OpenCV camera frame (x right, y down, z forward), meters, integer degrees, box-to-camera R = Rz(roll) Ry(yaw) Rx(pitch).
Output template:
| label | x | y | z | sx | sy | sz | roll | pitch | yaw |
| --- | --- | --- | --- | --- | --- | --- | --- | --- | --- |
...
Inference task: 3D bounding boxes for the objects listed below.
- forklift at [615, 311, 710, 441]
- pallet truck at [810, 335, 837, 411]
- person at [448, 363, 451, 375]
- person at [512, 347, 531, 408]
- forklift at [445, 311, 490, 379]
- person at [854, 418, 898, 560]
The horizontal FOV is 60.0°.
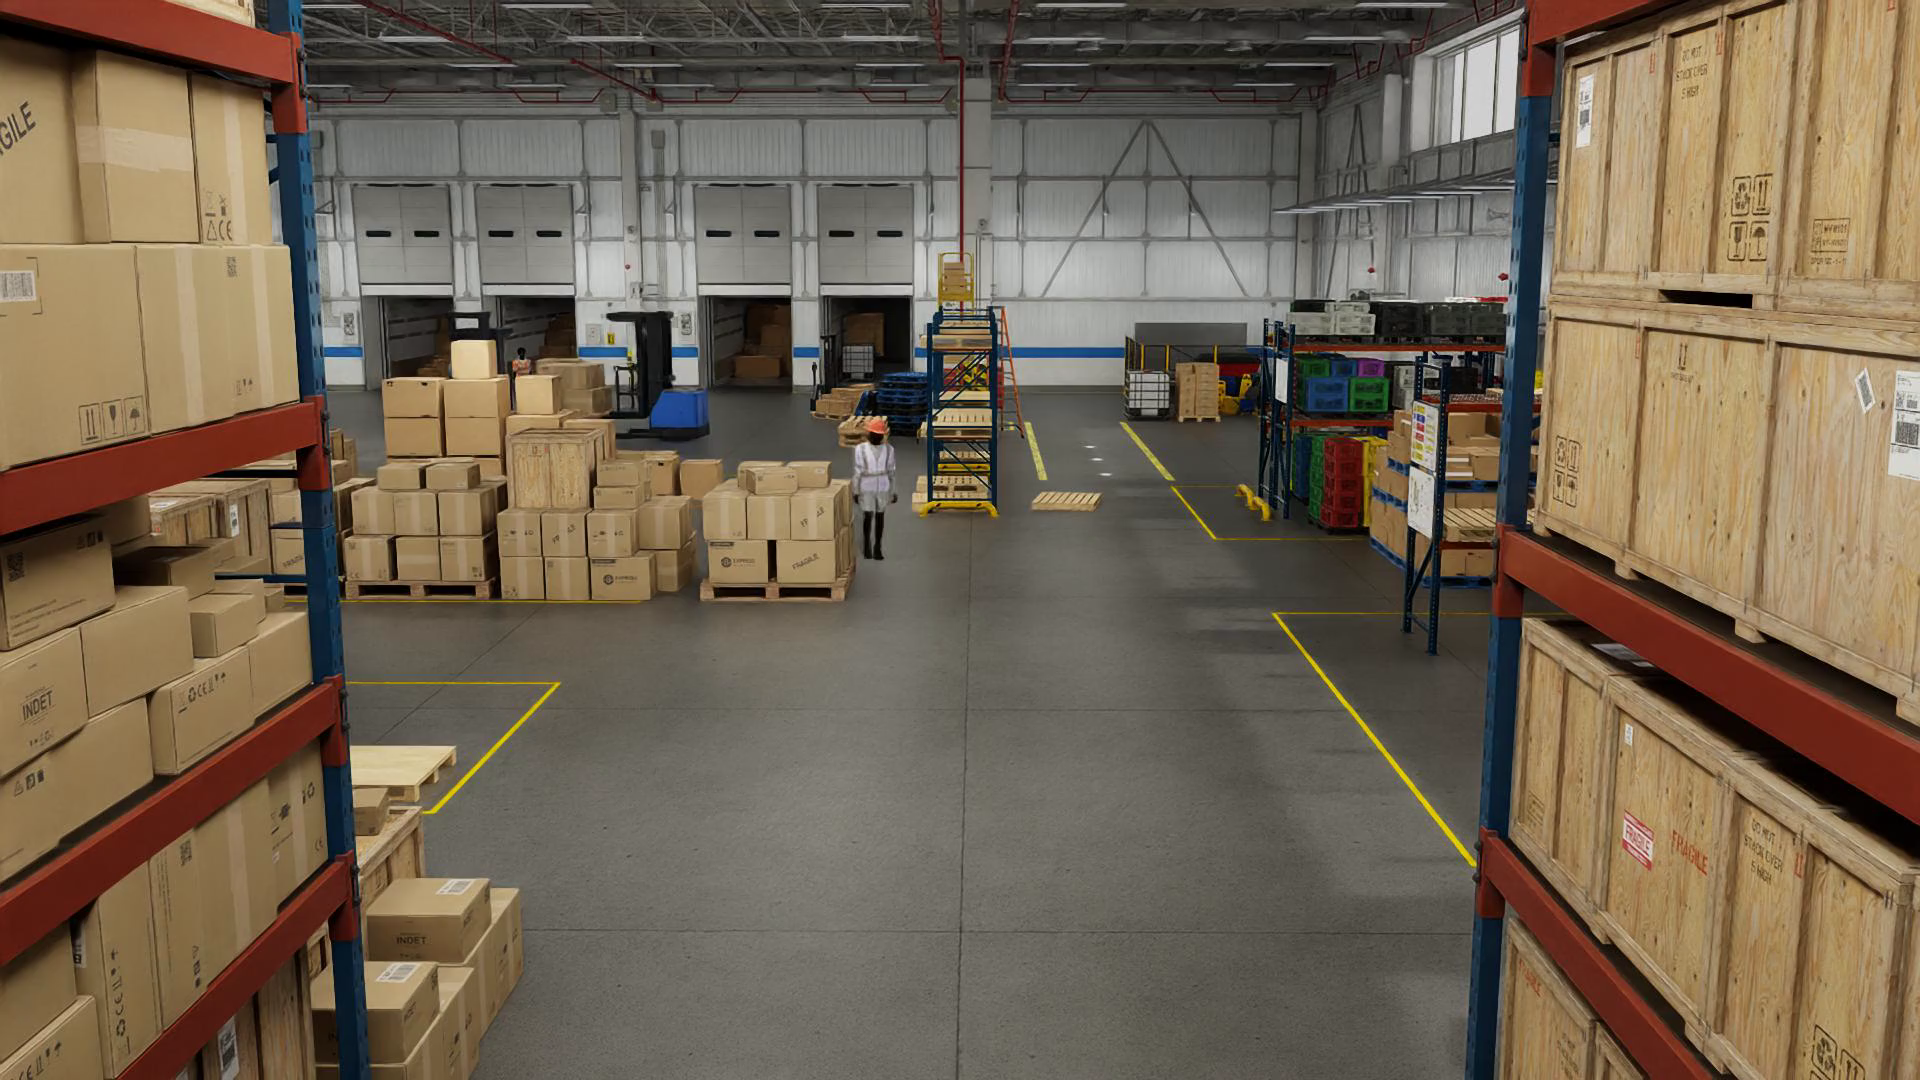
| label | x | y | z | sx | sy | sz | roll | pitch | yaw |
| --- | --- | --- | --- | --- | --- | --- | --- | --- | --- |
| forklift | -6.587 | -3.643 | 36.722 | 1.873 | 2.768 | 1.129 | 1 | 10 | 8 |
| pallet truck | -3.021 | -4.312 | 43.126 | 1.885 | 1.965 | 0.823 | 3 | 10 | 17 |
| person | -11.539 | -3.401 | 38.090 | 0.357 | 1.929 | 0.629 | -2 | 10 | -11 |
| person | -11.252 | -4.107 | 42.811 | 0.541 | 1.695 | 0.315 | -9 | 13 | -41 |
| forklift | -10.825 | -3.651 | 36.765 | 1.129 | 2.768 | 1.873 | 2 | 10 | 13 |
| person | -1.118 | -0.676 | 22.342 | 0.581 | 1.925 | 0.437 | -3 | 10 | -19 |
